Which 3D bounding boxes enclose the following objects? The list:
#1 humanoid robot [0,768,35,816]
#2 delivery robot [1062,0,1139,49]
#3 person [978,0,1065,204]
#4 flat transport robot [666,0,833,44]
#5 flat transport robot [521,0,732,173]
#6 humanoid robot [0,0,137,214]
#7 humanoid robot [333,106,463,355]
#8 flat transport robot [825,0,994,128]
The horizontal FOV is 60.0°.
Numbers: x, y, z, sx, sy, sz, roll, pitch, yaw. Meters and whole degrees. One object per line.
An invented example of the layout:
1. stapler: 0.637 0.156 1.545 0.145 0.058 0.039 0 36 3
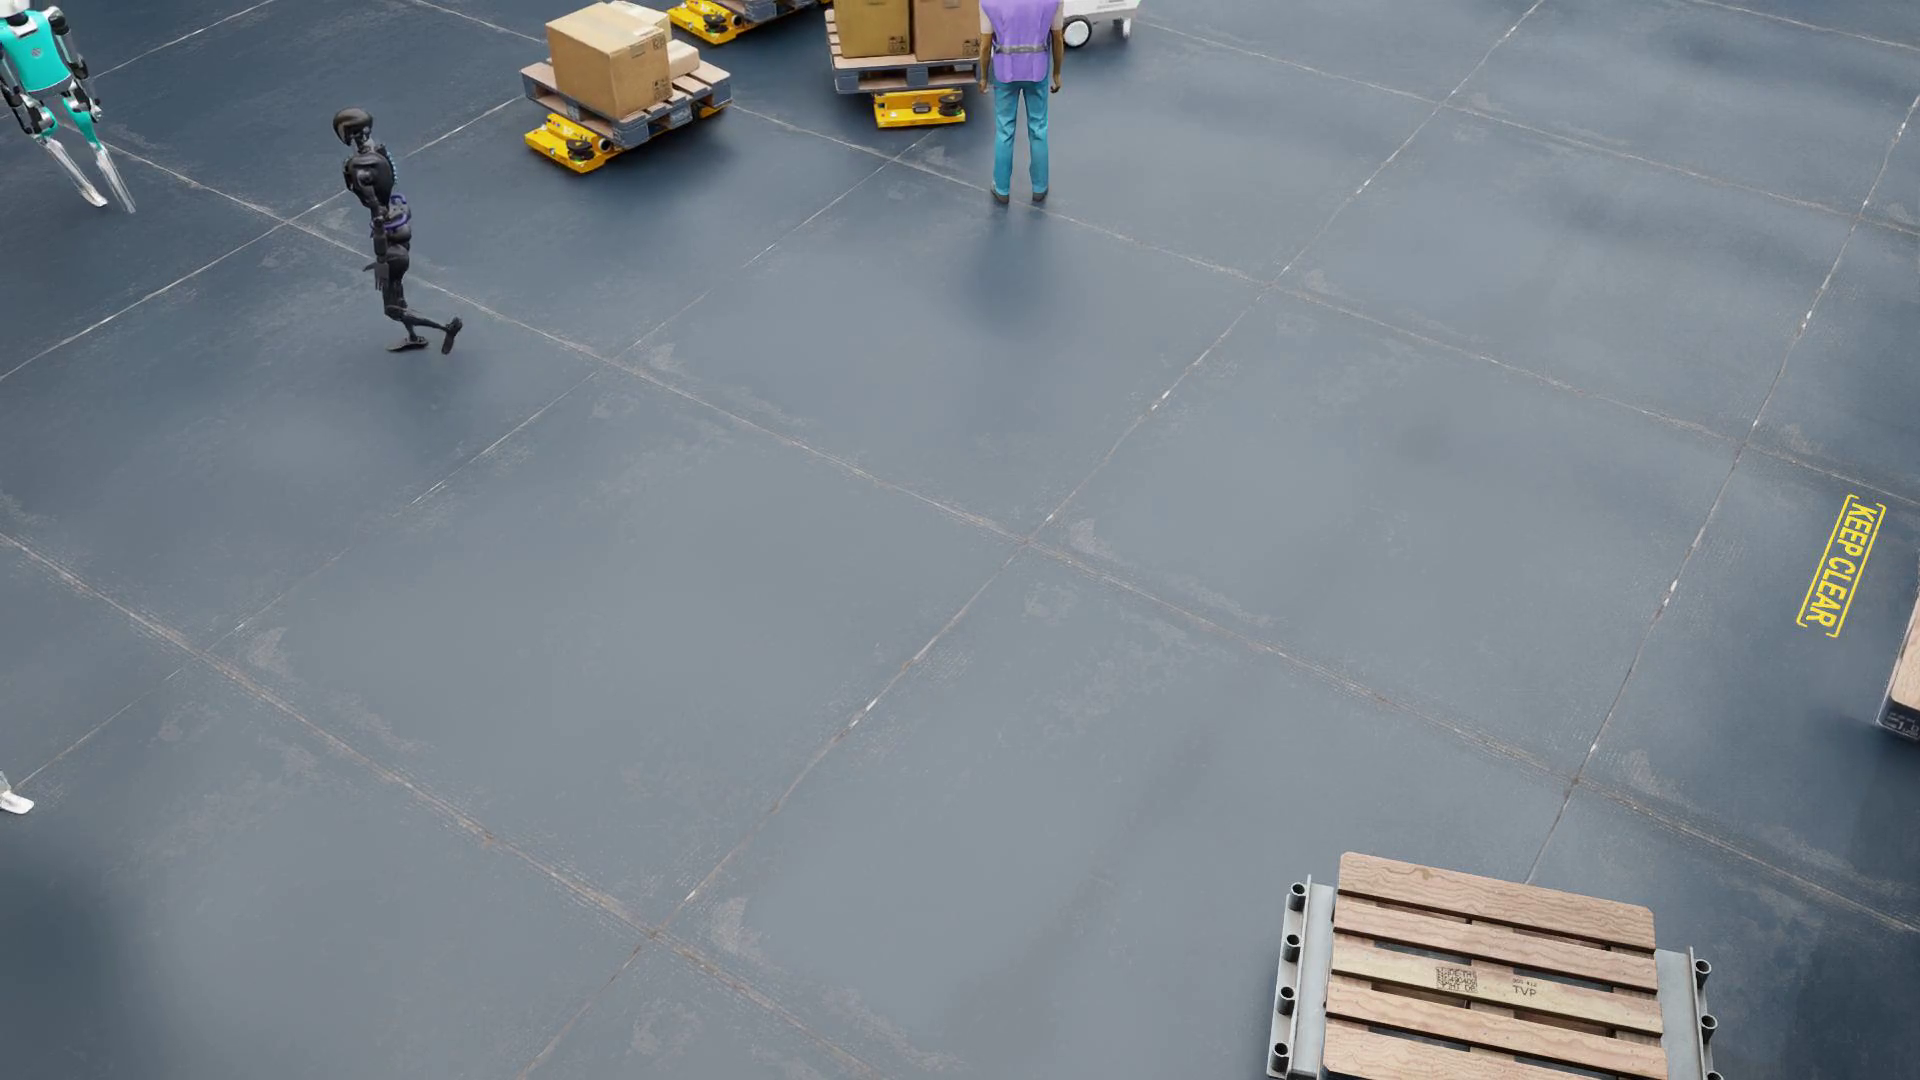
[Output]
1. humanoid robot: -4.530 0.581 7.091 0.833 1.865 0.547 16 44 18
2. delivery robot: 1.049 -4.309 13.396 0.779 0.608 0.507 -11 43 -12
3. person: 0.401 -3.091 11.054 0.562 1.847 0.389 -2 42 -3
4. flat transport robot: -1.673 -4.513 13.829 1.431 0.231 0.659 -33 51 -31
5. flat transport robot: -2.450 -3.152 12.306 0.659 0.231 1.431 31 50 30
6. humanoid robot: -5.967 -2.820 10.879 0.586 1.821 0.887 -31 50 -30
7. humanoid robot: -3.291 -1.803 9.743 0.492 1.636 0.612 -10 43 -11
8. flat transport robot: -0.385 -3.598 12.805 0.659 0.231 1.431 -6 42 -6
